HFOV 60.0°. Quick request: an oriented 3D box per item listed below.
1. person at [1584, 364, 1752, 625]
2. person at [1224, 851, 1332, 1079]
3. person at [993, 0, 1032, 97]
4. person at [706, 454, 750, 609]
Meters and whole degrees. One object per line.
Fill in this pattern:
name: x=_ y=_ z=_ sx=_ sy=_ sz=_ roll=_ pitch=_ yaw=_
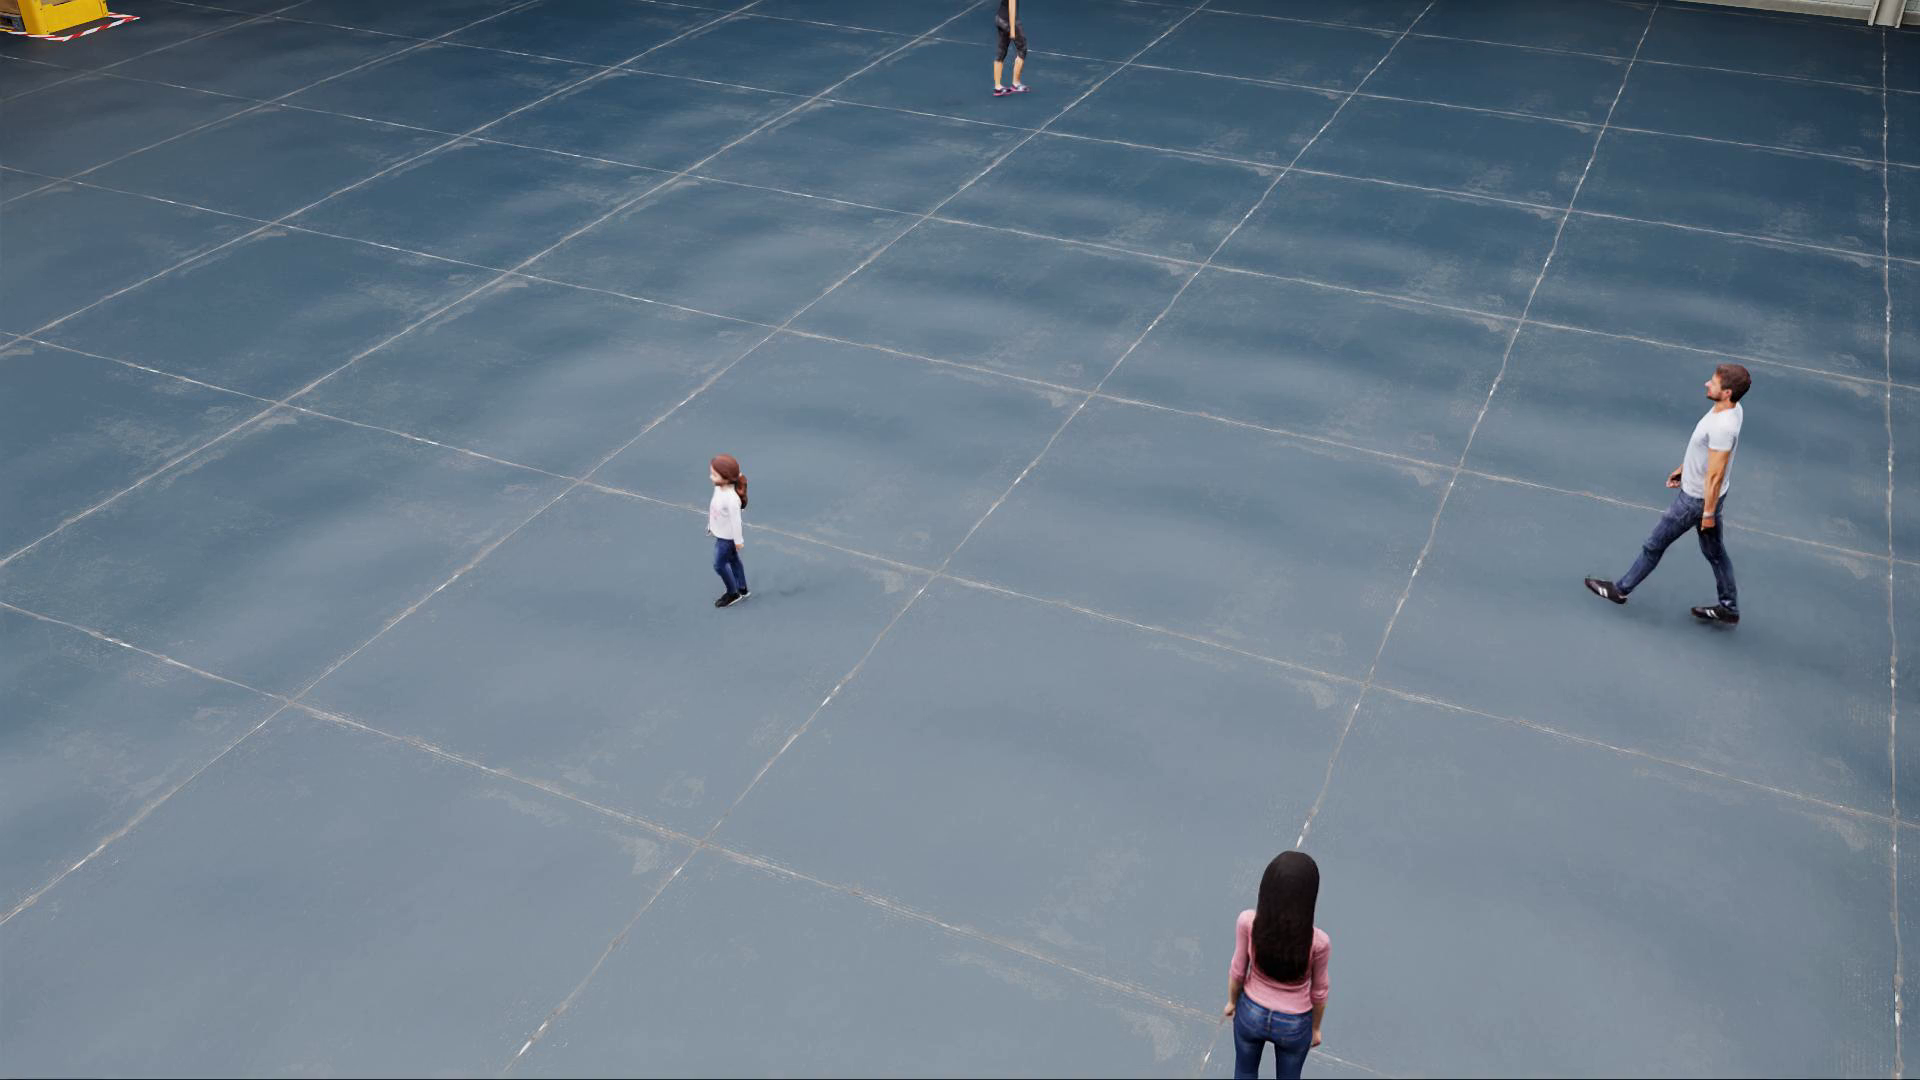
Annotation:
person: x=4.810 y=-0.242 z=10.571 sx=1.219 sy=1.815 sz=0.719 roll=18 pitch=37 yaw=26
person: x=1.328 y=2.019 z=7.057 sx=0.455 sy=1.741 sz=0.640 roll=12 pitch=34 yaw=18
person: x=0.498 y=-6.247 z=20.183 sx=0.847 sy=1.717 sz=0.791 roll=-14 pitch=35 yaw=-21
person: x=-1.488 y=-0.079 z=10.981 sx=0.615 sy=1.102 sz=0.555 roll=-11 pitch=34 yaw=-17
